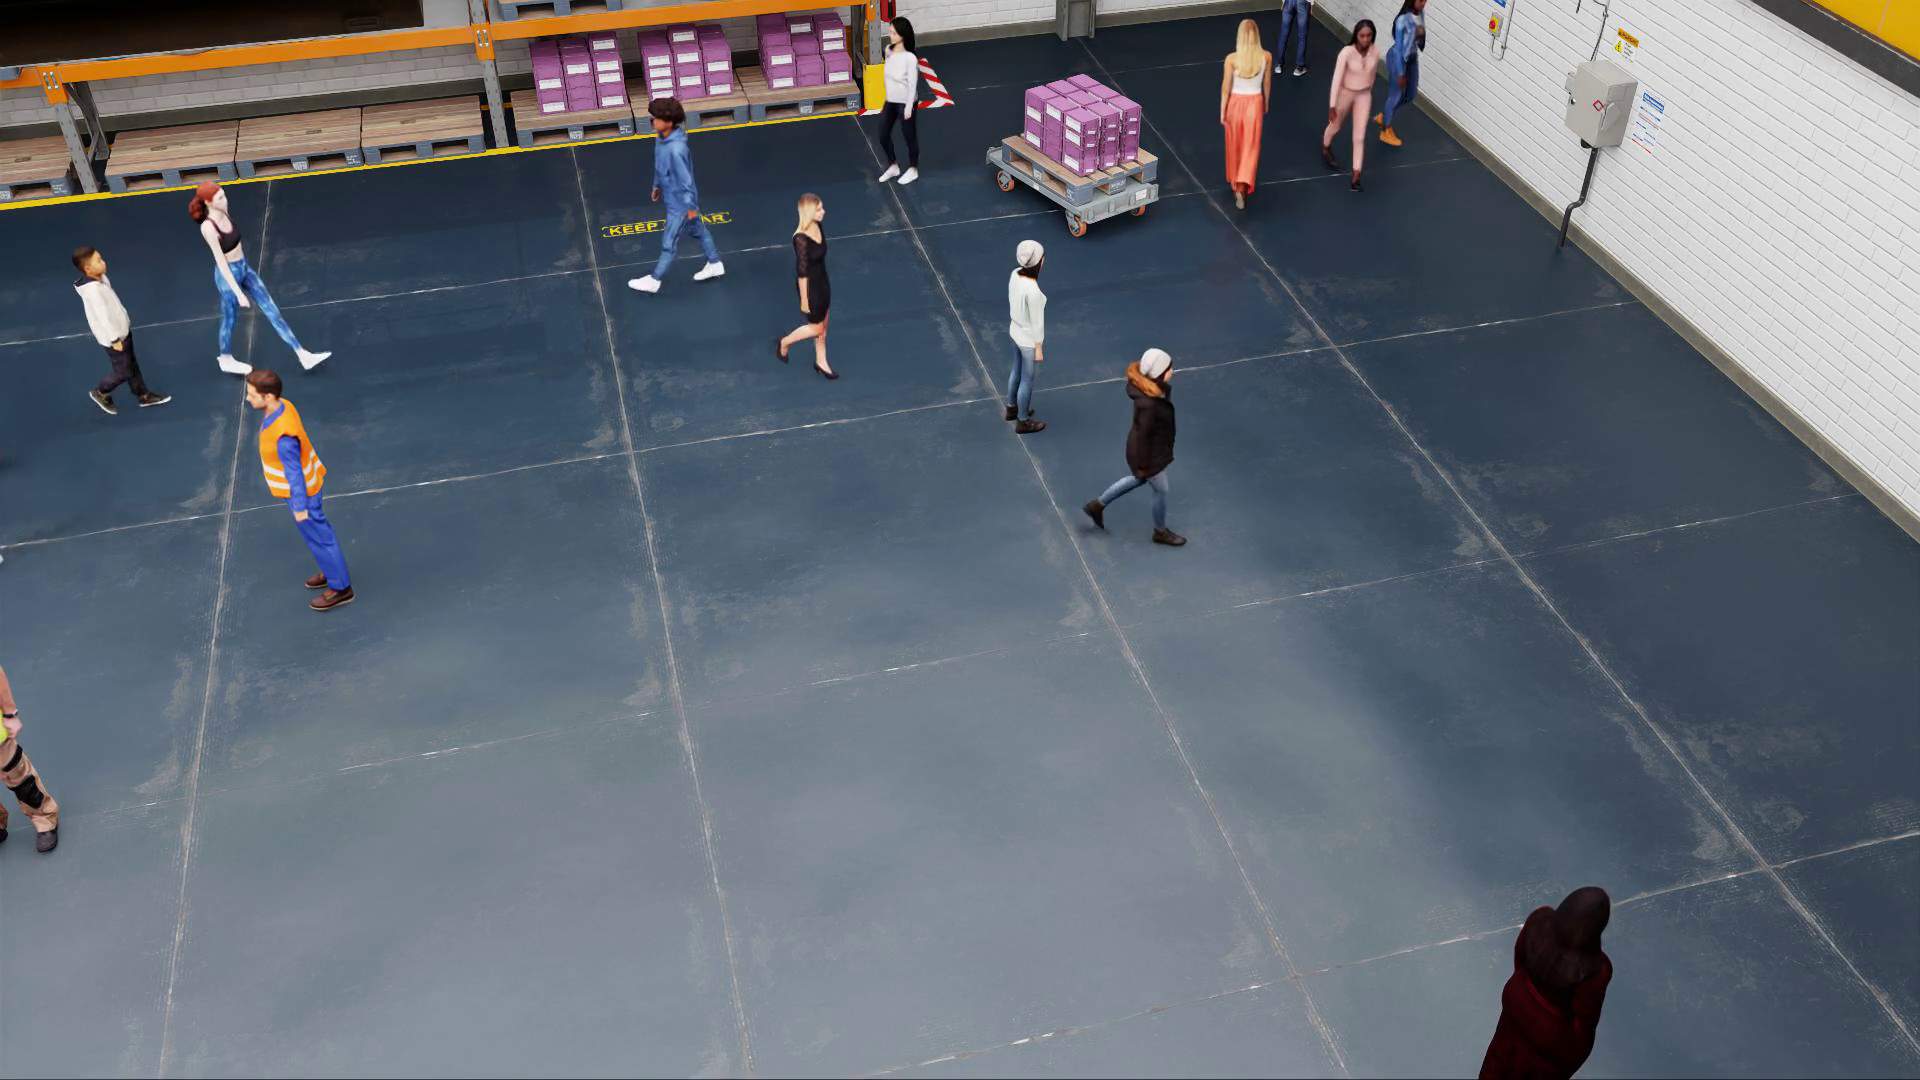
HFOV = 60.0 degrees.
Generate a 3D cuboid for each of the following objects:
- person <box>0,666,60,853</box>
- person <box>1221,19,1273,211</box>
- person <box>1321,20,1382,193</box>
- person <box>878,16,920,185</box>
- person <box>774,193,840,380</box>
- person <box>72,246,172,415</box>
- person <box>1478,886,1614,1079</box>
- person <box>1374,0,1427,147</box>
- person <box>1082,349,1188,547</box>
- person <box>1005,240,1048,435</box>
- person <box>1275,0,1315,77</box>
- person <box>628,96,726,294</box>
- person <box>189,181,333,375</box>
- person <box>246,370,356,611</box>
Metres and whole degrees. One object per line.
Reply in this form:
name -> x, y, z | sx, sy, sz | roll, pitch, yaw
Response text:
person -> -5.598, 1.057, 9.390 | 0.679, 1.847, 0.783 | -5, 39, -7
person -> 2.701, -4.001, 15.781 | 1.099, 1.775, 0.944 | 4, 39, 5
person -> 3.790, -4.288, 16.238 | 1.165, 1.654, 0.737 | -9, 39, -11
person -> -0.500, -4.288, 16.210 | 0.751, 1.688, 0.784 | 31, 48, 33
person -> -1.254, -2.026, 13.395 | 0.888, 1.666, 0.782 | 11, 40, 14
person -> -6.720, -1.623, 13.065 | 0.763, 1.448, 0.585 | -10, 40, -13
person -> 2.796, 2.274, 7.941 | 0.651, 1.753, 0.699 | -16, 41, -19
person -> 4.399, -4.829, 16.884 | 0.811, 1.691, 0.738 | 31, 48, 32
person -> 1.253, -0.651, 11.719 | 1.096, 1.610, 0.868 | 5, 39, 6
person -> 0.512, -1.580, 12.853 | 0.515, 1.645, 0.587 | -14, 41, -17
person -> 3.716, -5.920, 18.356 | 0.617, 1.560, 0.686 | 16, 41, 19
person -> -2.377, -3.021, 14.557 | 1.138, 1.772, 0.743 | -13, 40, -16
person -> -5.897, -2.042, 13.361 | 1.253, 1.733, 0.859 | 2, 39, 2
person -> -4.413, -0.350, 11.138 | 0.689, 1.864, 0.733 | -19, 42, -22
